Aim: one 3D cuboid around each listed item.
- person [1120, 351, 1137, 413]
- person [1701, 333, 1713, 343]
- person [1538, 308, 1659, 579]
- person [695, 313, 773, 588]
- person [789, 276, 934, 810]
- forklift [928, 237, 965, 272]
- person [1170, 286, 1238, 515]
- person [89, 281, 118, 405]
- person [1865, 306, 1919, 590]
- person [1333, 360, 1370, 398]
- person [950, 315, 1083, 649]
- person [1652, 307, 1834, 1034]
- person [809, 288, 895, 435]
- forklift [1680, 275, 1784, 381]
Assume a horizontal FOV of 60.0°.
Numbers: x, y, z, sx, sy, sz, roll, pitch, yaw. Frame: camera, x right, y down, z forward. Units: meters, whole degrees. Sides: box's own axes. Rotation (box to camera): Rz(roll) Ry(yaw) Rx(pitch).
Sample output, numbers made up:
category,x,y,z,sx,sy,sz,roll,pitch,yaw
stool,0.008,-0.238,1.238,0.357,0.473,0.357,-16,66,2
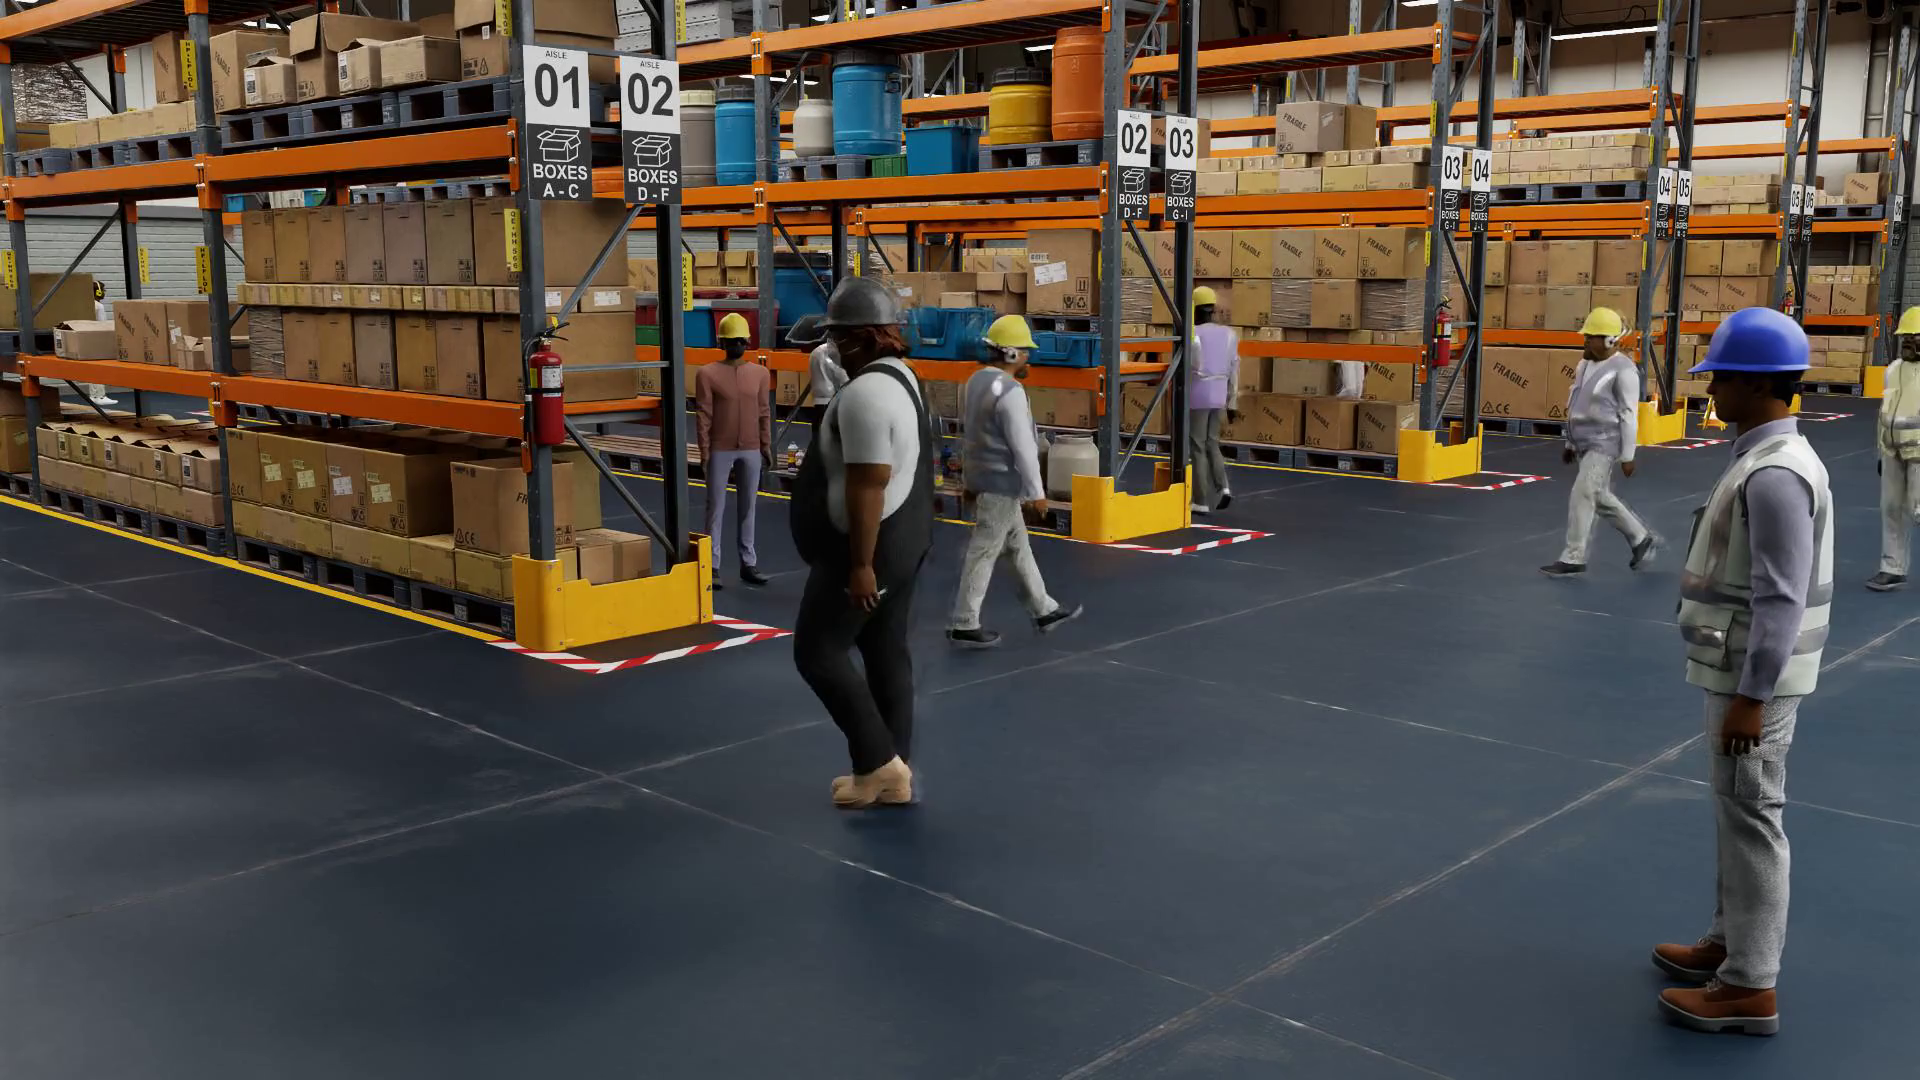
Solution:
category,x,y,z,sx,sy,sz,roll,pitch,yaw
person,2.322,-2.738,23.532,0.607,1.917,0.578,8,12,40
person,11.529,-3.074,25.641,0.859,1.910,0.634,7,12,38
person,4.330,-0.650,11.117,0.826,1.803,0.588,-1,9,-5
person,-1.456,-0.585,10.806,0.526,1.769,0.328,-5,11,-30
person,-0.371,0.036,6.292,0.536,2.000,0.719,2,10,13
forklift,-0.326,-5.817,39.609,1.129,2.768,1.873,9,13,43
person,2.036,-1.164,13.936,0.587,1.911,0.409,-5,11,-28
person,-13.122,-3.002,25.344,0.510,1.862,0.320,7,12,39
person,6.121,-0.577,10.604,0.552,1.817,0.615,-3,10,-17
person,4.822,-2.224,20.530,0.614,1.869,0.477,-7,11,-35
person,0.332,-0.314,9.043,0.882,1.789,0.621,-3,10,-17
person,2.135,0.348,4.531,0.393,1.946,0.617,4,10,21
person,-0.663,-0.583,10.206,0.602,1.958,0.380,-6,11,-32
forklift,12.480,-3.427,27.053,1.214,2.155,2.313,9,13,43
